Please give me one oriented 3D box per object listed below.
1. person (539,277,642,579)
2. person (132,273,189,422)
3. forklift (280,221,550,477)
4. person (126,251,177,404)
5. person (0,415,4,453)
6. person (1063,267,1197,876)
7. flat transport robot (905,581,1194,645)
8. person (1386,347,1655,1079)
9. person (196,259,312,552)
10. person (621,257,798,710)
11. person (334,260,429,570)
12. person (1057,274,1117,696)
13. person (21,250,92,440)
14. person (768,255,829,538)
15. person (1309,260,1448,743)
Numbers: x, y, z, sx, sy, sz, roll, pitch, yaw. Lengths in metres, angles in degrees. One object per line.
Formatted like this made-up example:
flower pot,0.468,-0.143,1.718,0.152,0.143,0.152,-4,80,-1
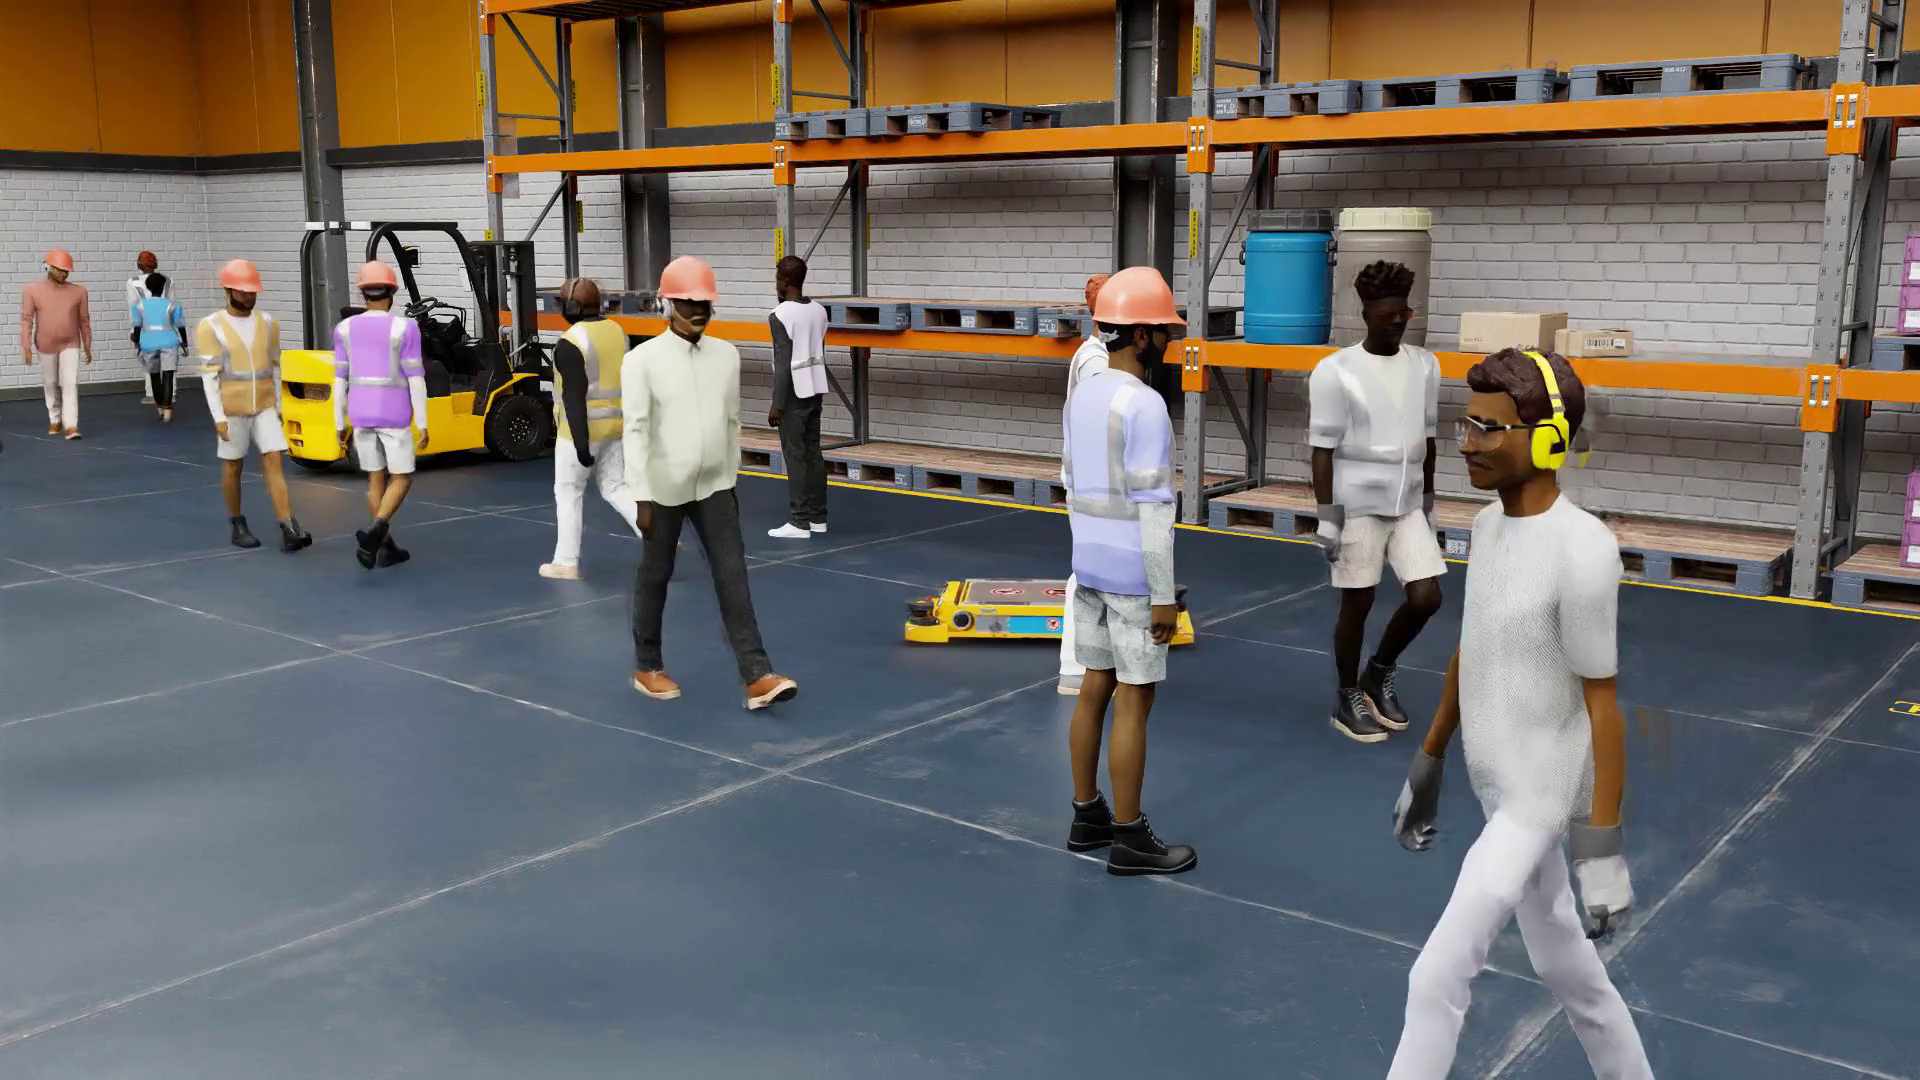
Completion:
person,-2.119,-0.644,9.849,0.815,1.815,0.622,5,11,26
person,-8.986,-2.170,18.728,0.551,1.642,0.879,-3,11,-15
forklift,-4.922,-1.741,14.854,1.214,2.155,2.313,8,13,38
person,-10.003,-2.629,20.631,0.355,1.885,0.576,10,14,43
person,-6.272,-0.636,10.321,0.549,1.618,0.533,8,13,38
person,0.541,0.104,5.341,0.357,1.938,0.542,-5,11,-25
flat transport robot,0.461,0.361,8.536,1.431,0.197,0.652,1,10,4
person,1.103,0.521,3.365,0.974,1.818,0.542,-1,10,-3
person,-4.551,-0.843,10.705,0.967,1.885,0.564,10,14,43
person,-1.128,-0.220,7.117,0.655,1.942,1.006,-9,13,-40
person,-3.558,-0.736,10.111,0.596,1.904,0.685,1,10,6
person,0.623,-0.242,7.446,0.340,1.876,0.575,1,10,7
person,-9.264,-2.001,17.074,0.637,1.923,1.073,-5,12,-28
person,-1.096,-0.972,11.357,0.373,1.916,0.596,5,11,25
person,1.690,-0.141,6.674,0.638,1.940,0.436,-4,11,-21
